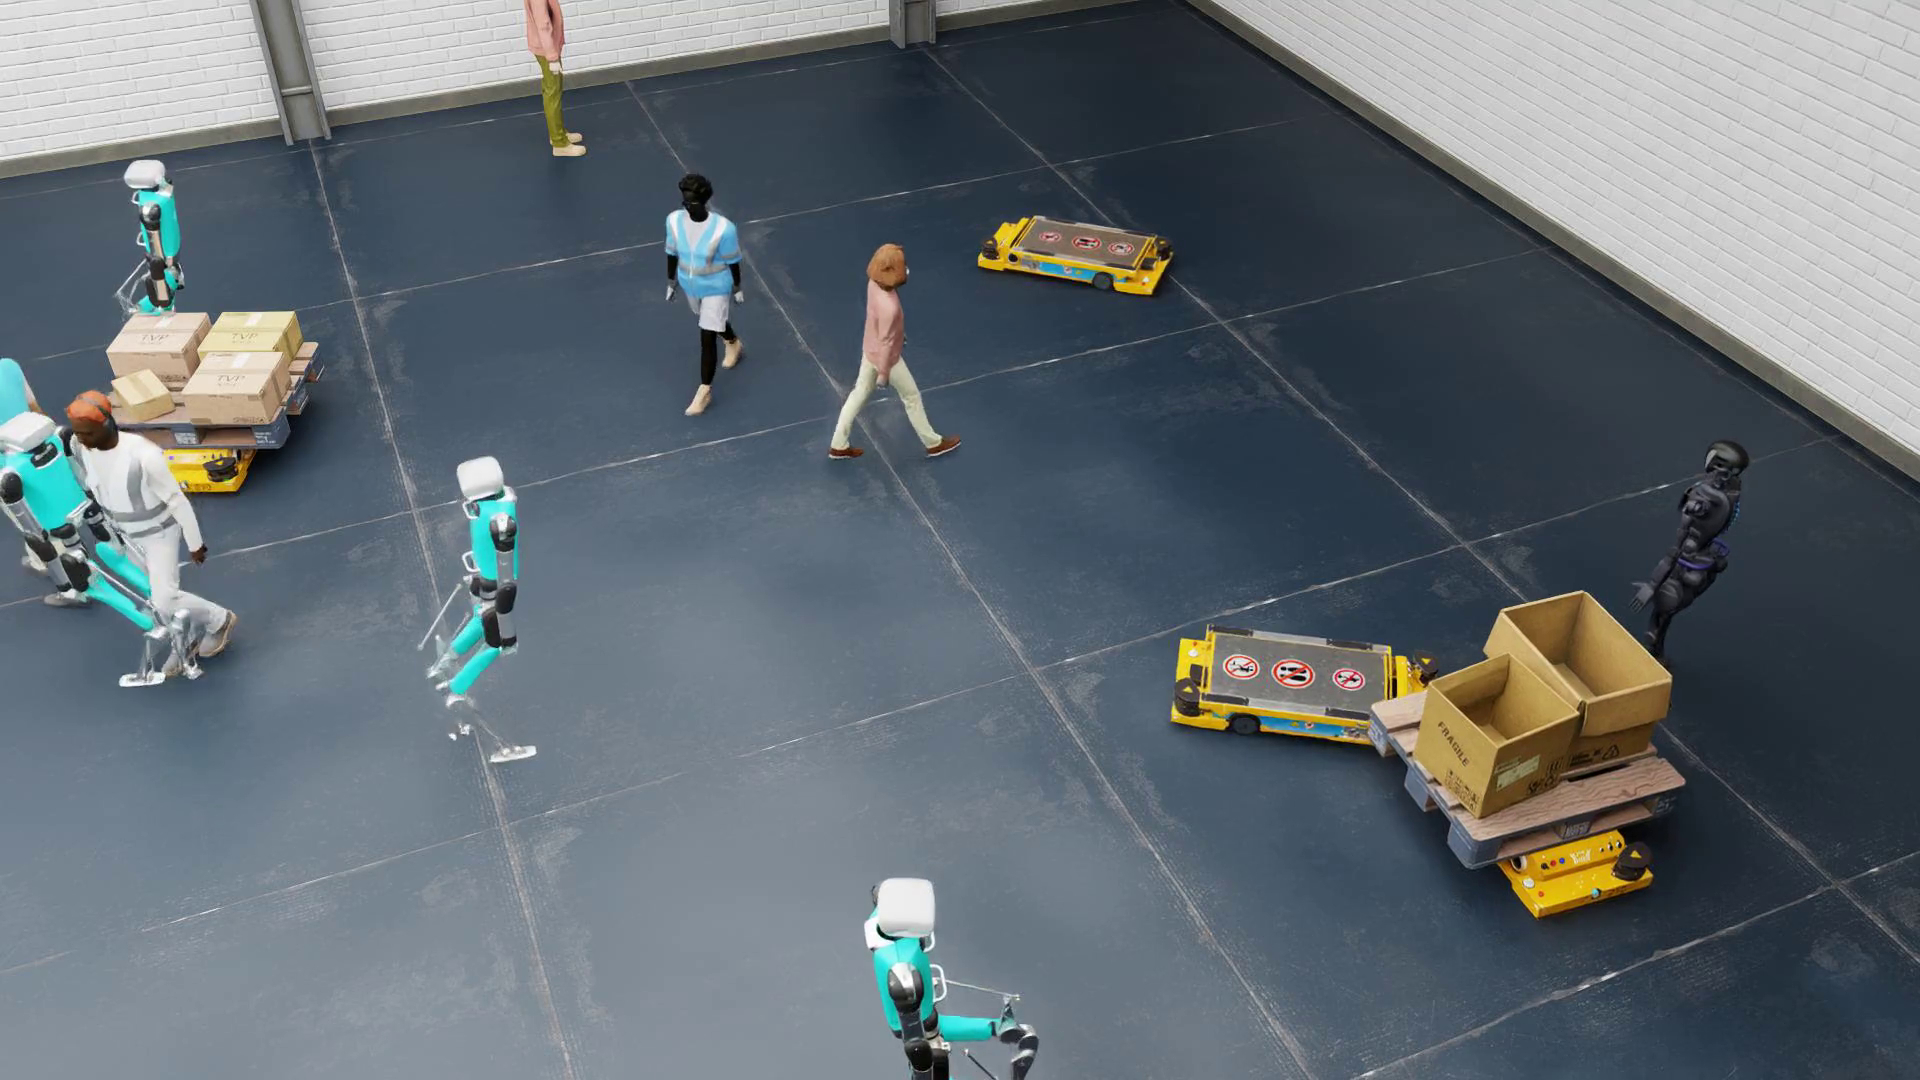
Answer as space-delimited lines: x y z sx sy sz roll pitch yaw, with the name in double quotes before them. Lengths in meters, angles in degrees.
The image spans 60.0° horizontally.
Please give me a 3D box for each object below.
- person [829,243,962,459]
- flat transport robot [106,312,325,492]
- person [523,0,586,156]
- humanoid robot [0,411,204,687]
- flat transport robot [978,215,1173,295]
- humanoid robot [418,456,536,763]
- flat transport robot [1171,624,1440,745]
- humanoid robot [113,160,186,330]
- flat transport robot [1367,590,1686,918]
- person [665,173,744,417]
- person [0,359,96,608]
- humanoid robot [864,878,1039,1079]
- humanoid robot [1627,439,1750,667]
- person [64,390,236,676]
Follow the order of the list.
"person" -0.472 -1.199 10.746 0.886 1.581 0.503 -12 39 -15
"flat transport robot" -5.036 -0.806 11.322 0.659 0.231 1.431 0 38 0
"person" -3.597 -4.285 14.568 0.374 1.833 0.520 -9 38 -11
"humanoid robot" -4.501 0.143 8.908 0.765 1.805 0.541 11 39 13
"flat transport robot" 0.924 -2.281 13.242 1.431 0.231 0.659 13 39 16
"humanoid robot" -2.556 0.425 8.524 0.792 1.783 0.531 -17 41 -21
"flat transport robot" 1.914 0.824 9.201 1.431 0.231 0.659 6 38 8
"humanoid robot" -5.561 -1.691 11.348 0.760 1.865 0.561 -7 38 -9
"flat transport robot" 2.868 1.291 8.593 0.659 0.231 1.431 -12 39 -15
"person" -1.740 -1.767 11.434 0.535 1.654 0.885 16 40 20
"person" -5.516 -0.406 9.533 0.783 1.802 0.601 12 39 15
"humanoid robot" 0.040 1.942 6.576 1.032 1.760 0.543 -6 38 -8
"humanoid robot" 3.837 0.156 8.914 0.603 1.655 0.404 -27 45 -31
"person" -4.406 -0.030 9.001 0.621 1.865 0.405 14 40 18
